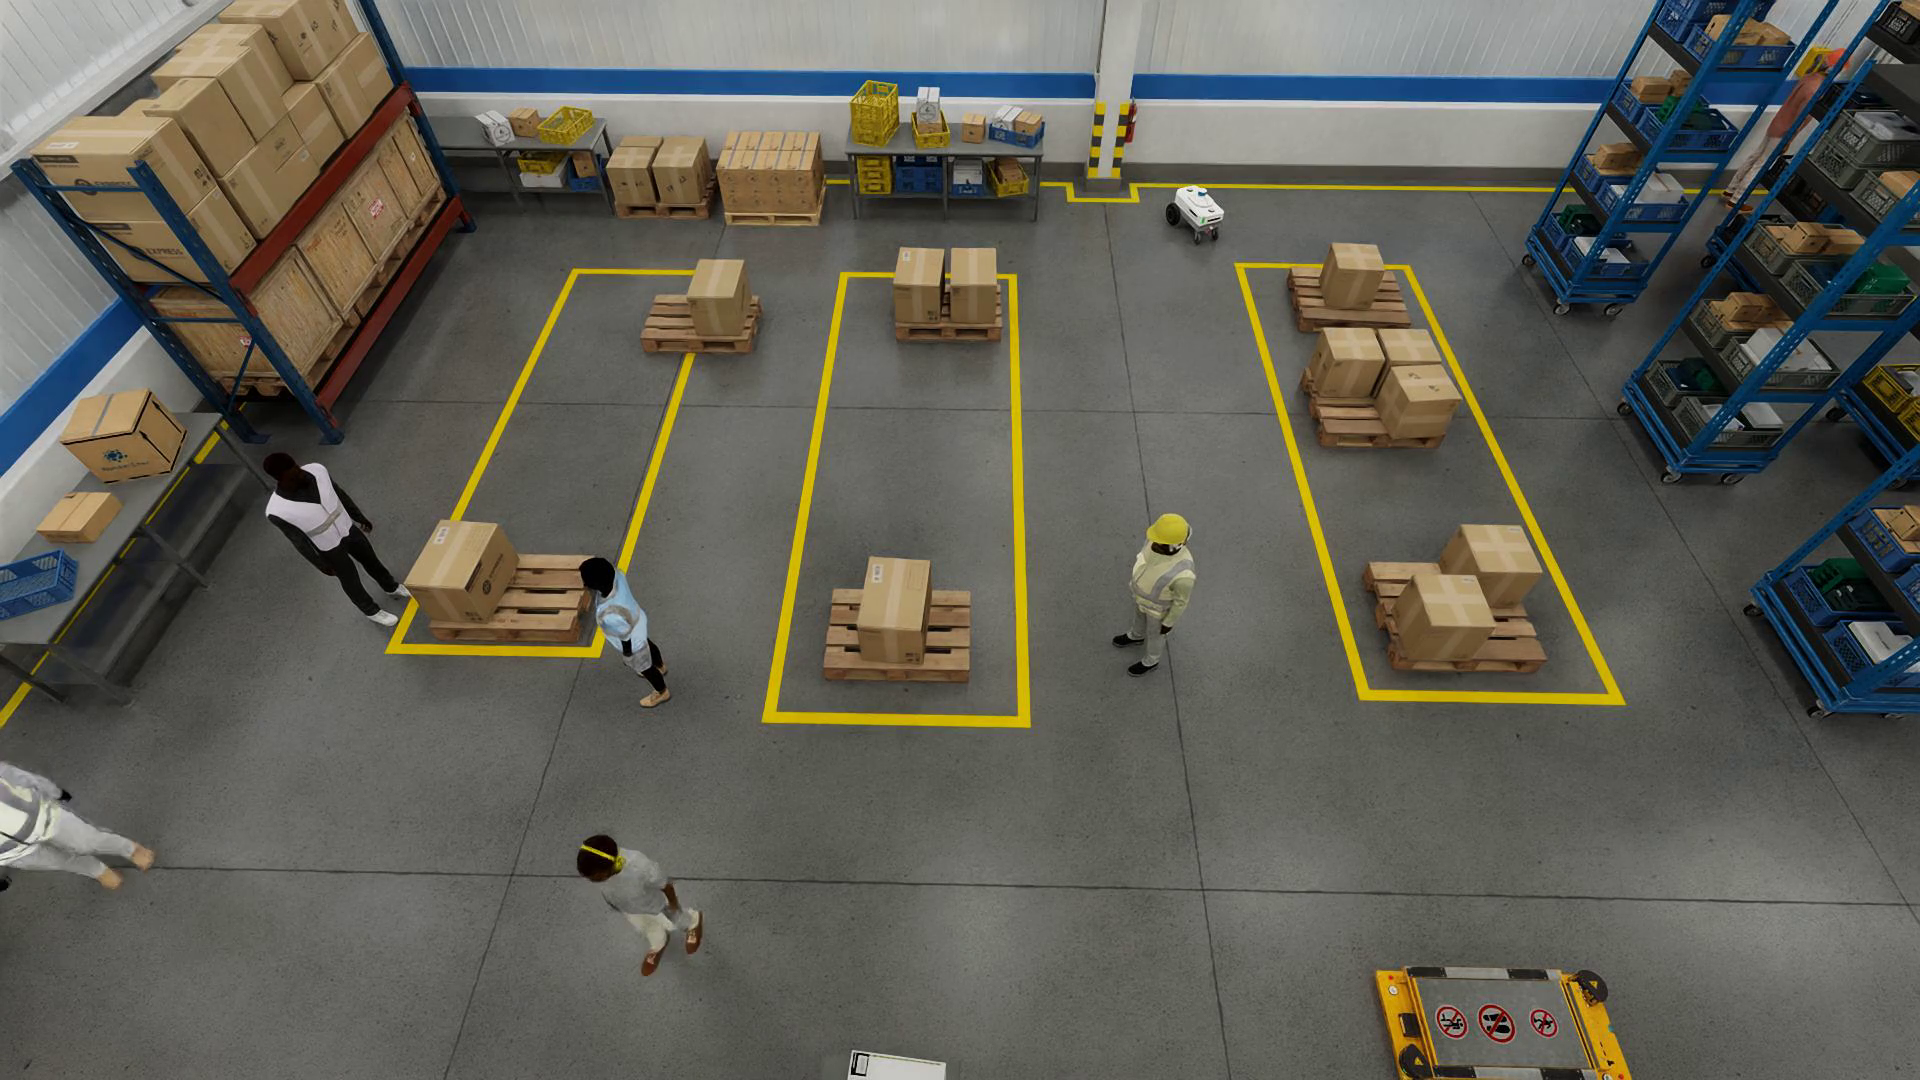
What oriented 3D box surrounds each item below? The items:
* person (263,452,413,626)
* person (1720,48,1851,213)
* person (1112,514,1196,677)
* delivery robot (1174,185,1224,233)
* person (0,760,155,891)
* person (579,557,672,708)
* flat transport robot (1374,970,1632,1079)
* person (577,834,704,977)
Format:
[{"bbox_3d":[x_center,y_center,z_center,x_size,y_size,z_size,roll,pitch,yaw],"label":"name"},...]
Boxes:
[{"bbox_3d":[-5.076,-0.021,7.437,0.383,1.910,0.592,9,51,7],"label":"person"},{"bbox_3d":[10.402,-5.154,11.564,0.375,1.997,0.612,16,53,12],"label":"person"},{"bbox_3d":[1.507,0.424,7.121,0.404,1.830,0.602,-13,52,-10],"label":"person"},{"bbox_3d":[3.047,-4.236,11.681,0.477,0.478,0.707,-17,53,-14],"label":"delivery robot"},{"bbox_3d":[-6.097,1.908,5.931,0.510,1.805,0.645,25,55,19],"label":"person"},{"bbox_3d":[-2.535,0.700,6.983,0.315,1.696,0.541,-12,52,-10],"label":"person"},{"bbox_3d":[3.501,3.133,5.914,1.431,0.197,0.652,1,51,1],"label":"flat transport robot"},{"bbox_3d":[-1.929,2.236,5.647,0.573,1.872,0.551,10,51,8],"label":"person"}]
